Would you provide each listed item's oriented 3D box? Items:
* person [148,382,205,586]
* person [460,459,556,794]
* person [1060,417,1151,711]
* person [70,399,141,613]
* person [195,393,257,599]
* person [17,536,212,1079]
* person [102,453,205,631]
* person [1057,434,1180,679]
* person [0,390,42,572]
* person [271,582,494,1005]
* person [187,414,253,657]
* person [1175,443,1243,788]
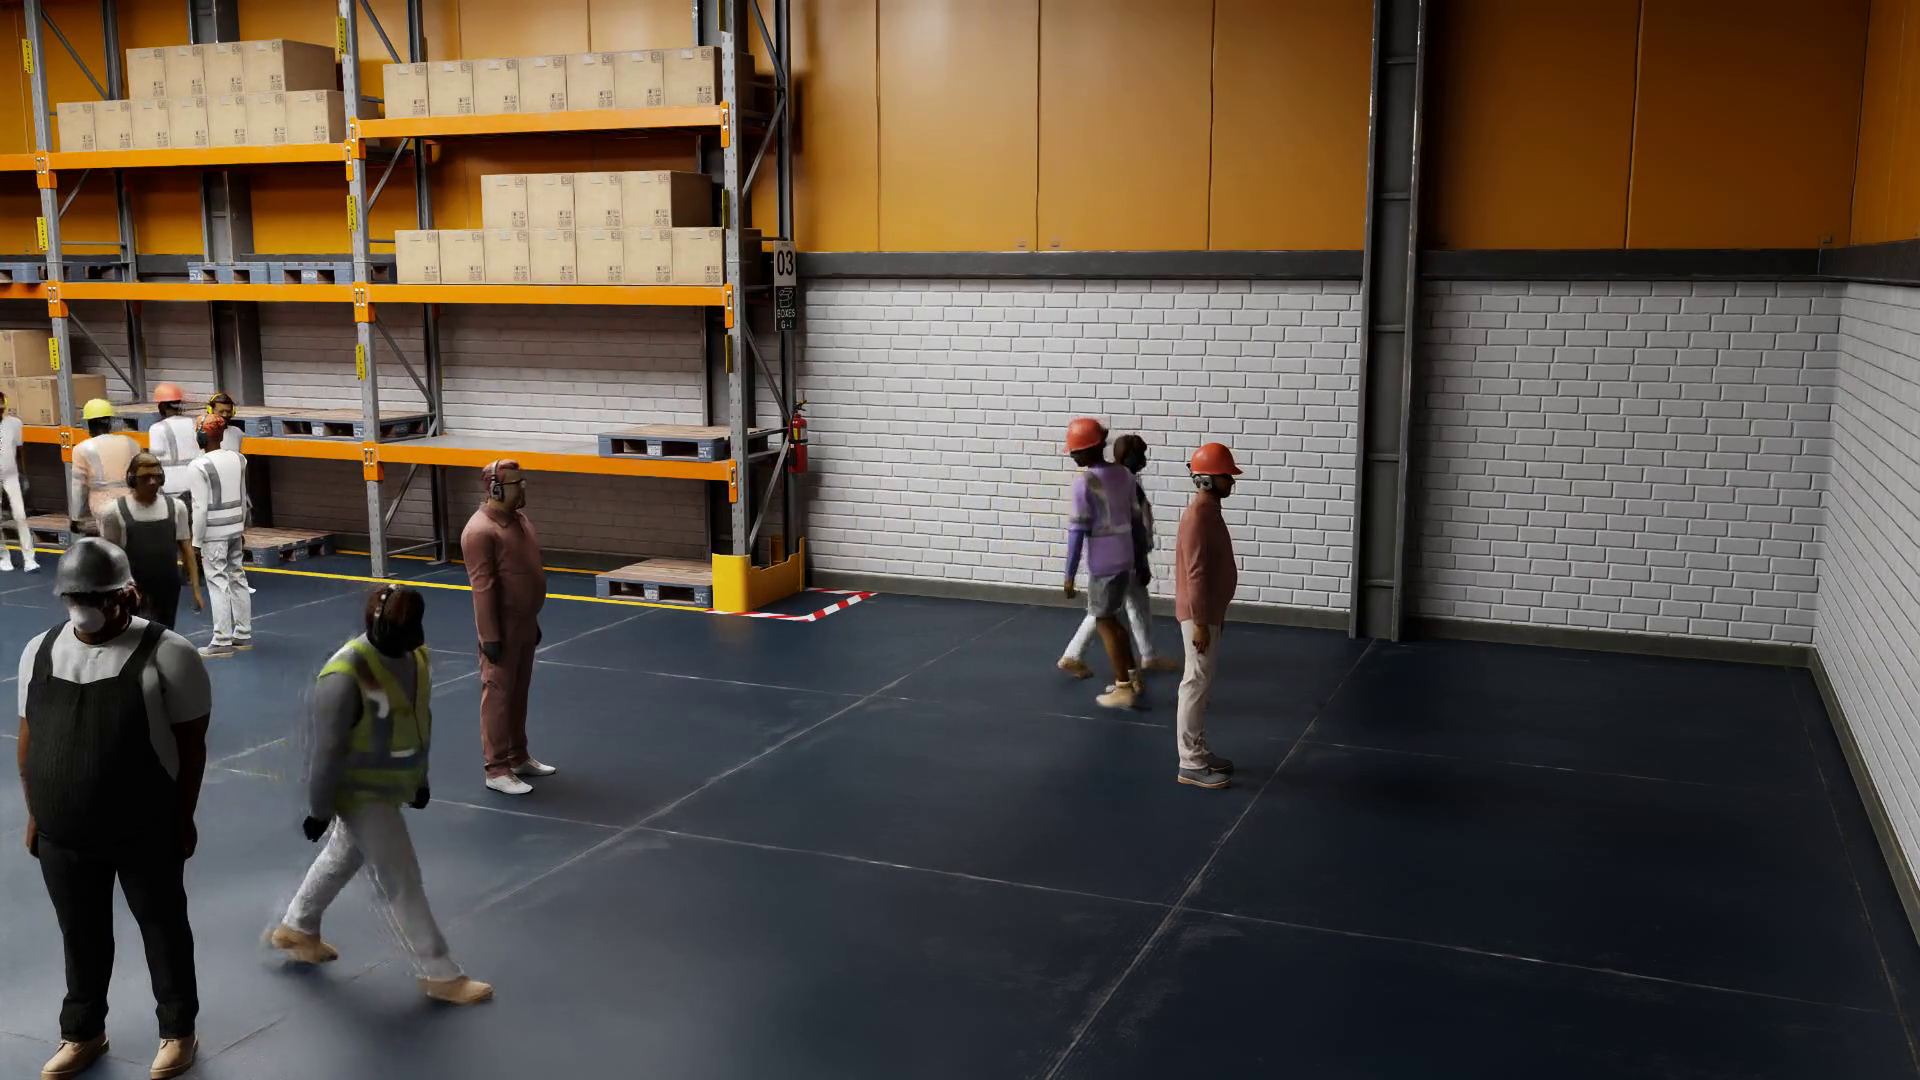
[{"bbox_3d":[-7.355,-0.515,15.606,0.403,1.922,0.548,3,10,19],"label":"person"},{"bbox_3d":[-2.586,0.486,9.591,0.411,1.913,0.643,1,9,7],"label":"person"},{"bbox_3d":[0.974,0.164,11.271,0.593,1.995,0.625,7,12,37],"label":"person"},{"bbox_3d":[-7.346,-0.286,14.416,1.018,1.873,0.597,5,11,30],"label":"person"},{"bbox_3d":[-6.678,-0.403,15.123,0.330,1.865,0.518,4,10,25],"label":"person"},{"bbox_3d":[-3.140,0.993,6.127,0.684,2.000,0.538,0,9,-2],"label":"person"},{"bbox_3d":[-5.126,0.355,10.651,0.523,1.809,0.889,-9,13,-44],"label":"person"},{"bbox_3d":[1.146,0.122,12.158,0.952,1.803,0.644,-1,9,-8],"label":"person"},{"bbox_3d":[-9.300,-0.562,16.199,0.514,1.822,0.928,-8,12,-40],"label":"person"},{"bbox_3d":[-2.479,1.014,6.912,1.108,1.760,0.643,2,10,13],"label":"person"},{"bbox_3d":[-5.720,-0.034,12.830,0.355,1.882,0.576,2,10,13],"label":"person"},{"bbox_3d":[1.438,0.426,9.697,0.378,1.995,0.609,2,10,15],"label":"person"}]
